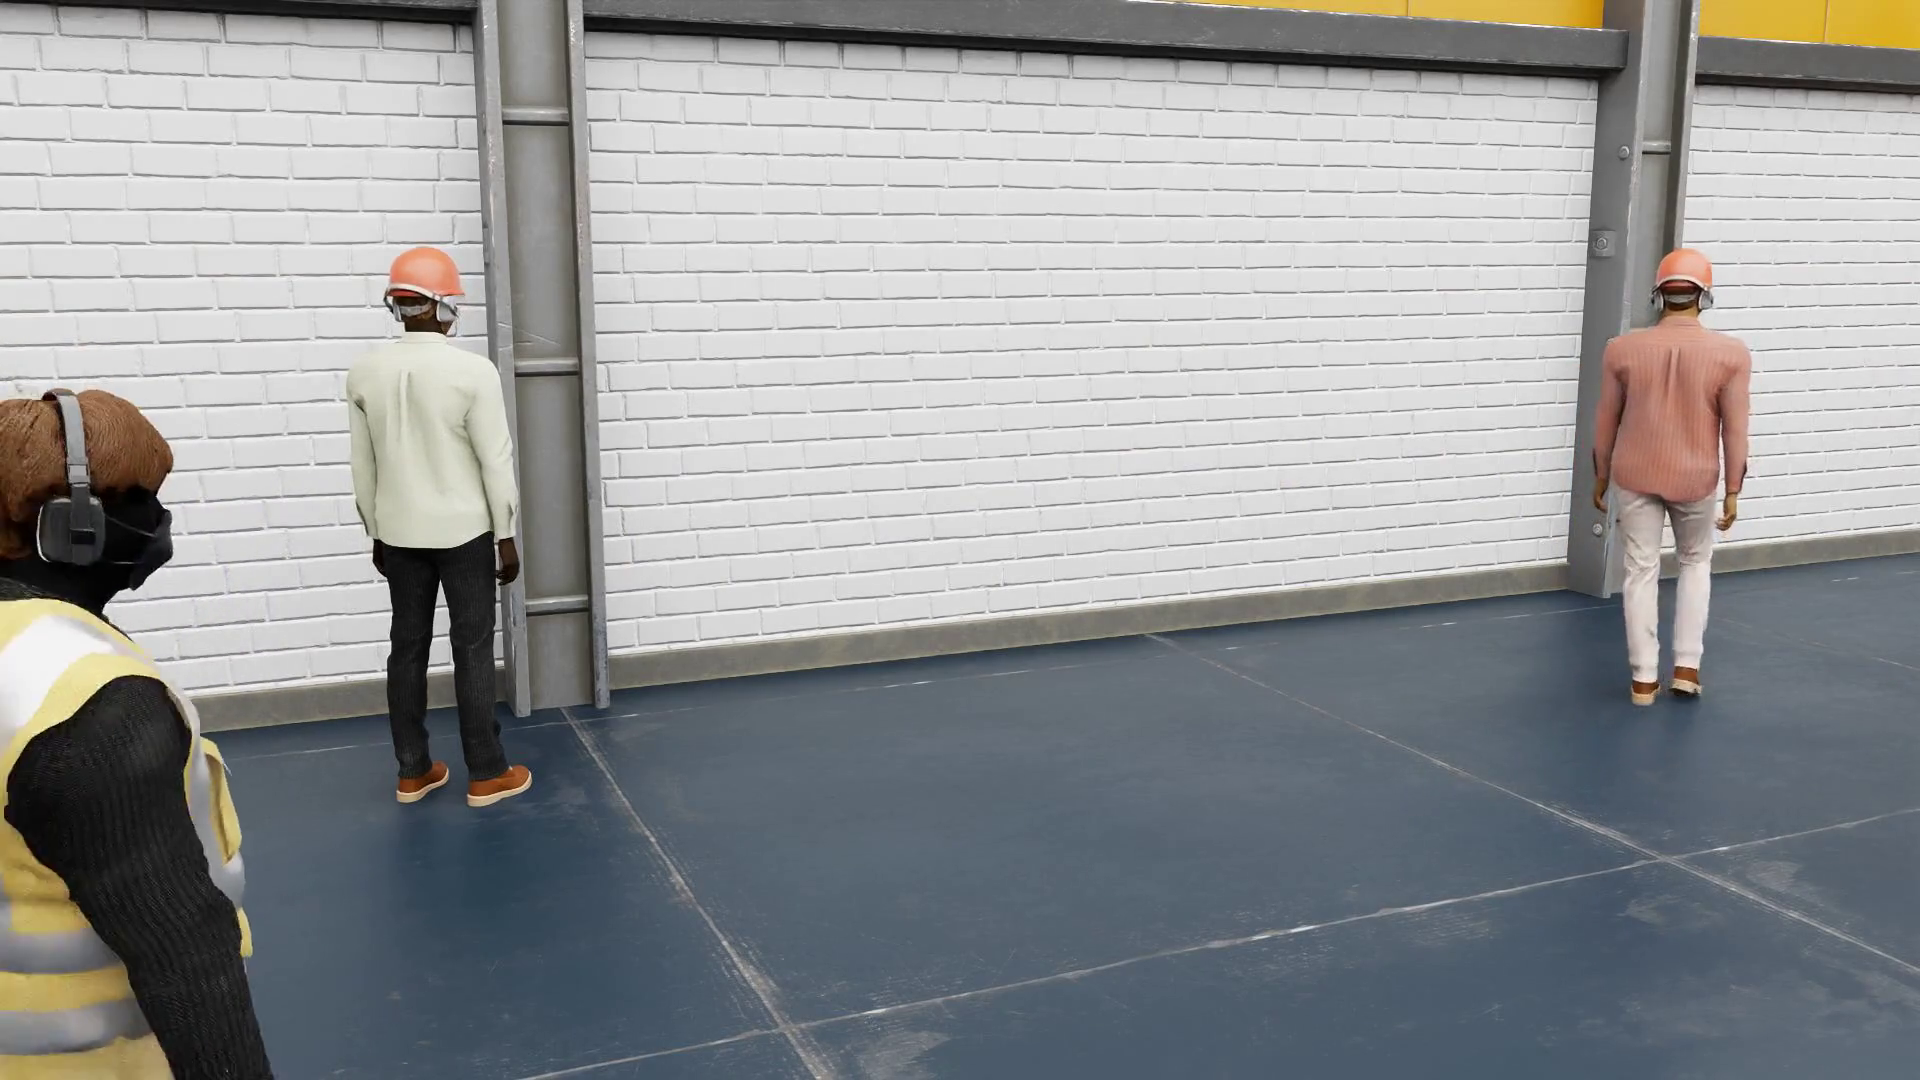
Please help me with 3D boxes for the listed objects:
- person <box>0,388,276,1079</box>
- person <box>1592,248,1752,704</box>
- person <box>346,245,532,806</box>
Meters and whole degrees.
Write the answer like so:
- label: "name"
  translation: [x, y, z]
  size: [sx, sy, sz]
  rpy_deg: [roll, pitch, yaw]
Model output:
- label: "person"
  translation: [-1.133, 0.695, 2.363]
  size: [0.609, 1.824, 0.666]
  rpy_deg: [-10, 14, -44]
- label: "person"
  translation: [3.100, -0.276, 7.291]
  size: [0.641, 1.972, 0.557]
  rpy_deg: [5, 11, 25]
- label: "person"
  translation: [-1.852, -0.036, 5.923]
  size: [0.612, 1.996, 0.376]
  rpy_deg: [2, 11, 12]
